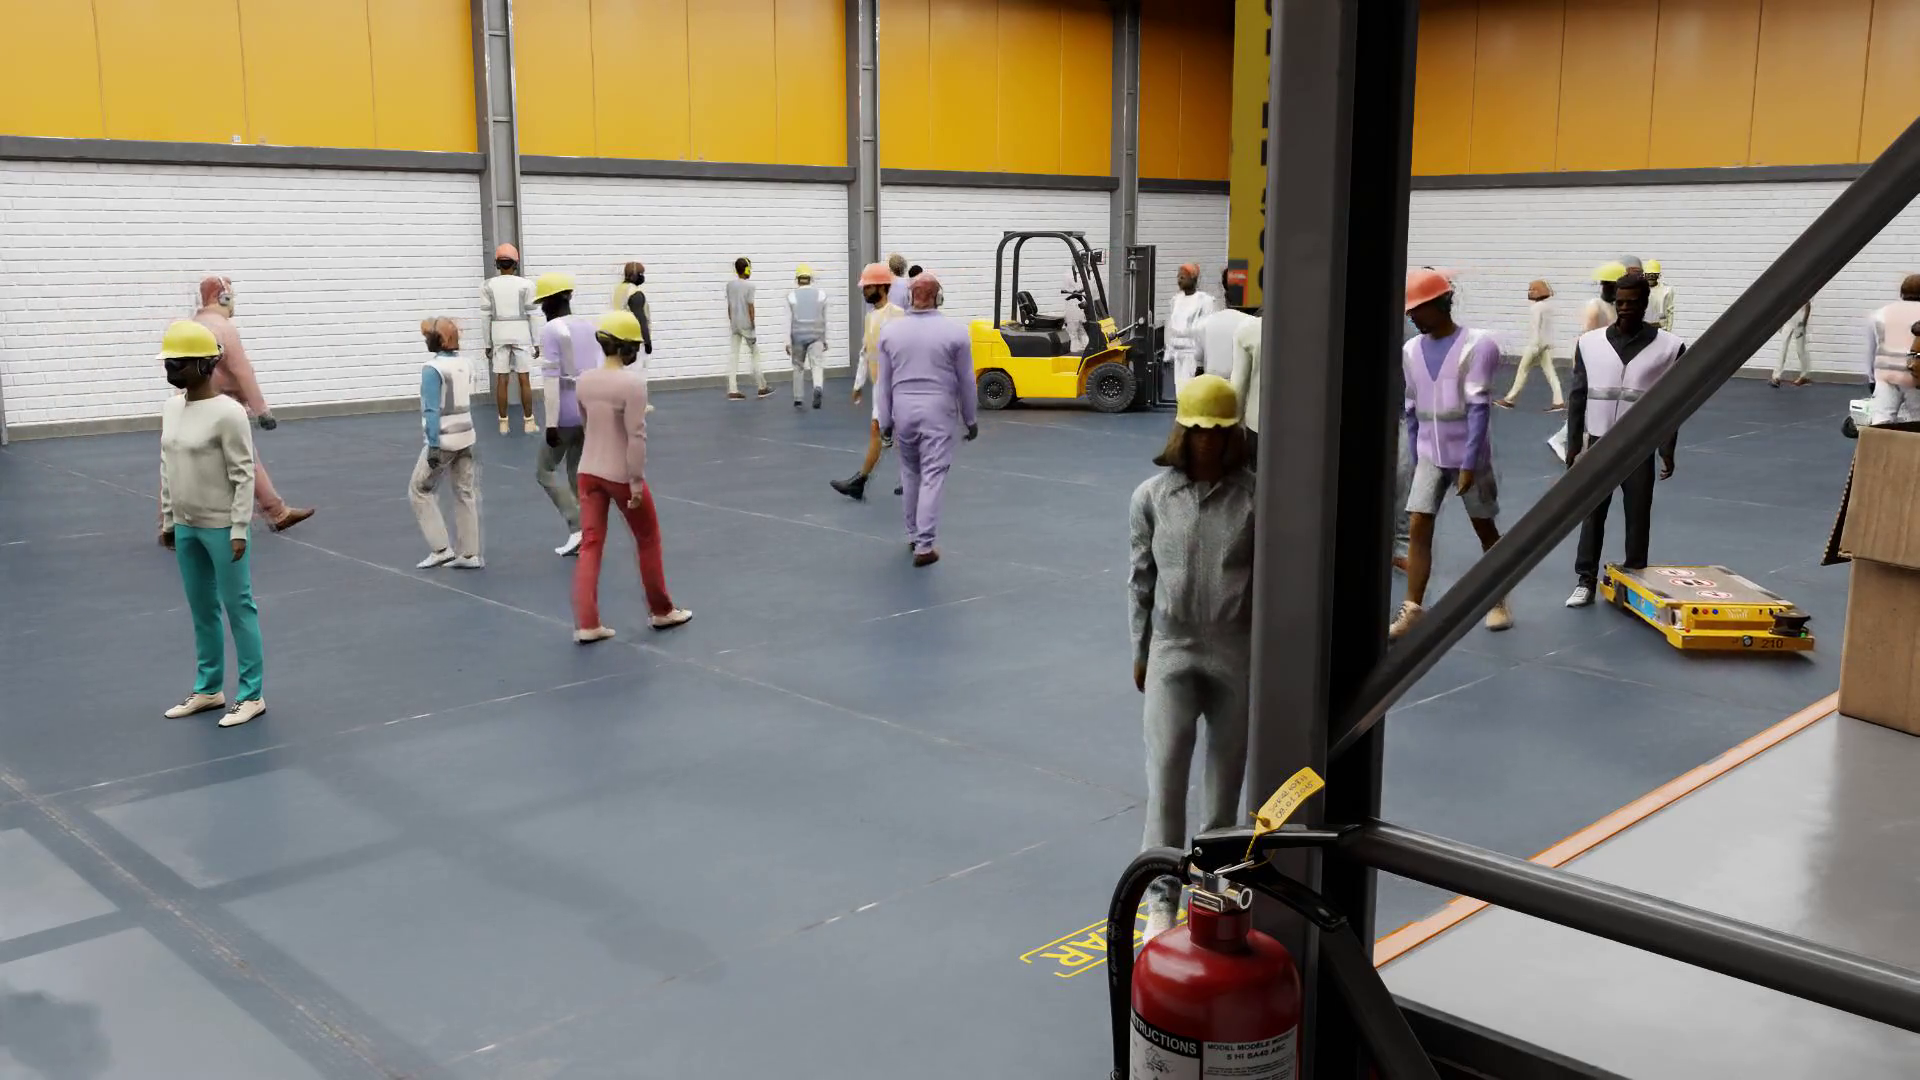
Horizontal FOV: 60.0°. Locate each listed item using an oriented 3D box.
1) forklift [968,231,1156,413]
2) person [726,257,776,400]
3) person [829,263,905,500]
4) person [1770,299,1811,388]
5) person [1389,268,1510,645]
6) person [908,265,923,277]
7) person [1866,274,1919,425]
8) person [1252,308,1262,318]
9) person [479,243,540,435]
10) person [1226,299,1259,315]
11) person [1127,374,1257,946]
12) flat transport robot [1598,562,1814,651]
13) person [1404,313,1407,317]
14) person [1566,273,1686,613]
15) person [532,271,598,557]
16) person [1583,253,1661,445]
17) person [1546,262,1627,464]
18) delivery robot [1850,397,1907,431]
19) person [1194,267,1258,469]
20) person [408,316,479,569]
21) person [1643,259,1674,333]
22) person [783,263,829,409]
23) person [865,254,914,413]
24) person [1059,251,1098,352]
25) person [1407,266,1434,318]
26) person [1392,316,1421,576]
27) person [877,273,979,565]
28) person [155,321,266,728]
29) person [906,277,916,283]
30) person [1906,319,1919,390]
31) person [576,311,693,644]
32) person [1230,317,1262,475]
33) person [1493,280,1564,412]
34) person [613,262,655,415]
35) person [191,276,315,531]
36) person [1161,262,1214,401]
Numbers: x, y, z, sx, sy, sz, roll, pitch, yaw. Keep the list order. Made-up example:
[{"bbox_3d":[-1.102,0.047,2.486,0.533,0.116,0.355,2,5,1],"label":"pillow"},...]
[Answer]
[{"bbox_3d":[1.222,-2.721,20.561,2.313,2.155,1.214,2,11,13],"label":"forklift"},{"bbox_3d":[-2.764,-2.762,21.756,0.560,1.833,0.887,7,12,32],"label":"person"},{"bbox_3d":[-0.660,-1.276,13.476,0.954,1.896,0.574,-5,12,-26],"label":"person"},{"bbox_3d":[11.721,-3.039,23.362,0.921,1.816,0.516,-7,12,-33],"label":"person"},{"bbox_3d":[2.608,-0.453,8.845,1.041,1.968,0.612,-9,14,-41],"label":"person"},{"bbox_3d":[-0.653,-3.224,24.686,0.531,1.694,0.320,4,11,20],"label":"person"},{"bbox_3d":[8.122,-1.367,14.253,0.932,1.795,0.658,-9,14,-41],"label":"person"},{"bbox_3d":[4.202,-3.058,23.483,0.500,1.808,0.934,-6,12,-30],"label":"person"},{"bbox_3d":[-4.798,-2.137,17.789,0.606,2.046,0.371,-1,10,-6],"label":"person"},{"bbox_3d":[2.000,-0.957,11.908,0.429,1.845,0.621,8,13,38],"label":"person"},{"bbox_3d":[0.743,0.365,5.052,0.495,1.726,0.653,2,11,10],"label":"person"},{"bbox_3d":[4.042,0.343,9.104,0.652,0.197,1.431,1,10,4],"label":"flat transport robot"},{"bbox_3d":[5.444,-2.701,21.373,0.632,1.861,0.977,-4,11,-20],"label":"person"},{"bbox_3d":[3.769,-0.550,9.478,0.597,1.918,0.383,5,12,27],"label":"person"},{"bbox_3d":[-2.613,-0.822,11.013,0.452,1.894,0.632,4,11,20],"label":"person"},{"bbox_3d":[6.140,-1.704,15.436,0.908,2.000,0.718,-5,11,-23],"label":"person"},{"bbox_3d":[5.823,-1.594,15.261,0.756,1.905,0.594,9,14,40],"label":"person"},{"bbox_3d":[9.665,-1.349,17.299,0.707,0.478,0.477,-1,10,-5],"label":"delivery robot"},{"bbox_3d":[1.875,-0.953,11.624,0.698,1.963,0.642,-10,14,-44],"label":"person"},{"bbox_3d":[-3.301,-0.604,10.568,0.495,1.619,0.539,2,11,12],"label":"person"},{"bbox_3d":[8.918,-2.715,21.549,0.591,1.825,0.403,2,11,13],"label":"person"},{"bbox_3d":[-1.872,-2.484,20.350,0.582,1.802,0.775,-2,11,-11],"label":"person"},{"bbox_3d":[-0.853,-2.427,19.765,0.691,1.908,0.517,4,11,18],"label":"person"},{"bbox_3d":[1.836,-3.528,25.789,0.655,1.889,0.526,-6,12,-30],"label":"person"},{"bbox_3d":[6.559,-3.018,23.539,0.536,1.695,0.322,7,12,32],"label":"person"},{"bbox_3d":[2.633,-0.731,10.526,0.706,1.896,0.623,-1,10,-3],"label":"person"},{"bbox_3d":[-0.187,-0.811,10.998,0.640,1.877,0.897,3,11,18],"label":"person"},{"bbox_3d":[-3.289,-0.066,7.251,0.523,1.769,0.316,5,12,27],"label":"person"},{"bbox_3d":[-0.632,-2.474,20.810,0.529,1.597,0.814,5,12,26],"label":"person"},{"bbox_3d":[3.508,0.118,6.003,0.514,1.861,0.321,-9,14,-41],"label":"person"},{"bbox_3d":[-1.775,-0.342,8.839,0.533,1.731,0.795,6,12,30],"label":"person"},{"bbox_3d":[1.931,-0.687,10.014,0.625,1.992,0.388,1,10,7],"label":"person"},{"bbox_3d":[6.981,-2.355,20.207,0.877,1.584,0.518,9,14,41],"label":"person"},{"bbox_3d":[-3.796,-2.388,19.770,0.610,1.816,0.651,-6,12,-30],"label":"person"},{"bbox_3d":[-5.132,-0.916,11.669,1.050,1.842,0.645,-7,13,-35],"label":"person"},{"bbox_3d":[2.234,-1.798,16.408,0.418,1.869,0.583,-5,11,-25],"label":"person"}]
